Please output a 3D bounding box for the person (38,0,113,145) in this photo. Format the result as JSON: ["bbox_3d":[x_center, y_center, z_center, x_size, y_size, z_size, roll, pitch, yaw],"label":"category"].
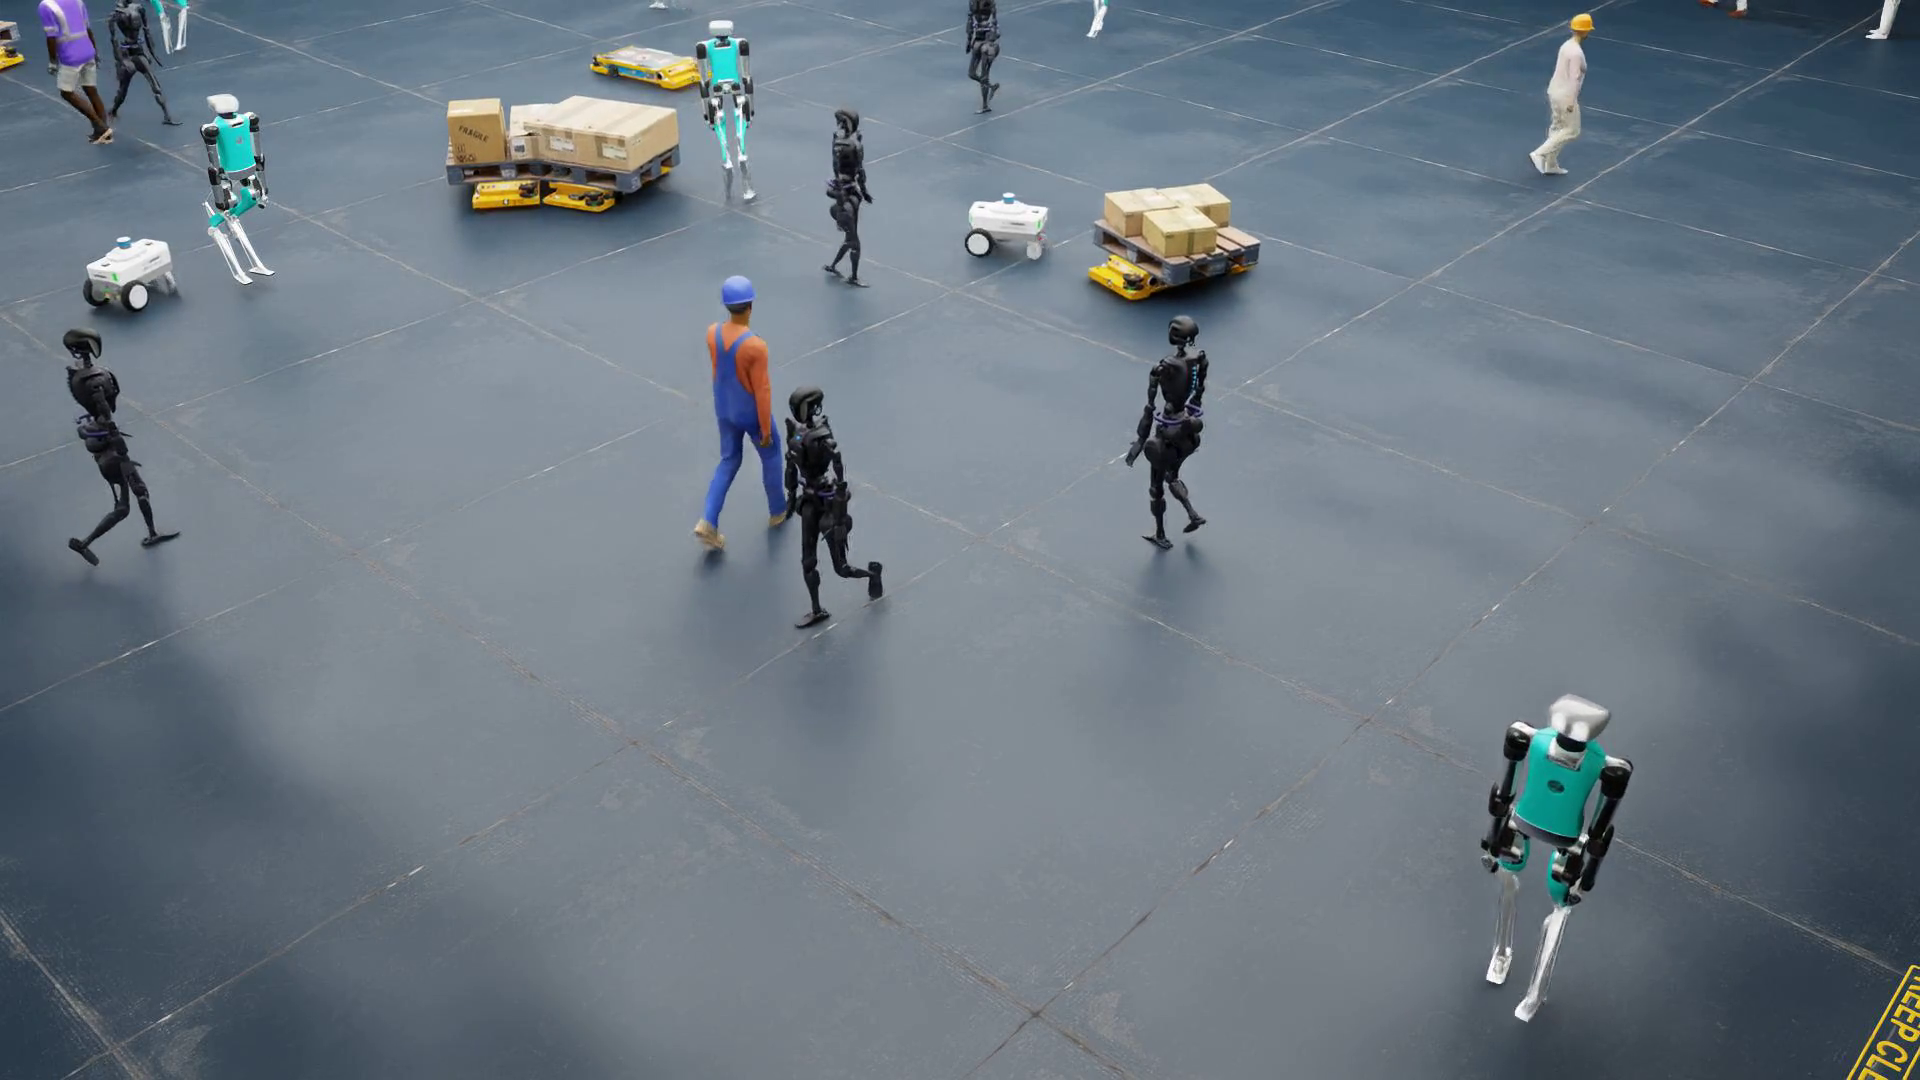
[{"bbox_3d":[-9.596,-5.236,18.008,0.462,1.933,0.632,6,32,10],"label":"person"}]

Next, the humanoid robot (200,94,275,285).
[{"bbox_3d":[-6.452,-3.113,14.652,0.735,1.673,0.533,19,37,28],"label":"humanoid robot"}]

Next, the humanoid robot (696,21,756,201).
[{"bbox_3d":[-2.278,-4.139,16.503,0.535,1.849,0.774,-6,32,-10],"label":"humanoid robot"}]

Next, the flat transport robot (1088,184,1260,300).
[{"bbox_3d":[1.943,-2.530,15.229,1.431,0.231,0.659,-18,36,-27],"label":"flat transport robot"}]

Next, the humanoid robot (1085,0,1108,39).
[{"bbox_3d":[1.816,-7.417,21.709,0.549,1.700,1.031,11,33,17],"label":"humanoid robot"}]

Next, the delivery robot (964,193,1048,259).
[{"bbox_3d":[0.439,-2.975,15.653,0.747,0.572,0.499,7,33,11],"label":"delivery robot"}]

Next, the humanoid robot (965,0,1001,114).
[{"bbox_3d":[0.324,-5.743,19.076,0.468,1.646,0.584,-19,37,-28],"label":"humanoid robot"}]

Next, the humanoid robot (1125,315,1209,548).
[{"bbox_3d":[1.397,-0.689,10.932,0.603,1.649,0.401,-23,39,-32],"label":"humanoid robot"}]

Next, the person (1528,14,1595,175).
[{"bbox_3d":[6.224,-4.566,17.150,0.426,1.682,0.484,0,32,0],"label":"person"}]

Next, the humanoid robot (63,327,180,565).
[{"bbox_3d":[-5.630,-0.619,10.841,0.671,1.633,0.585,-21,38,-30],"label":"humanoid robot"}]

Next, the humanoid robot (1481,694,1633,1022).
[{"bbox_3d":[2.695,1.351,7.576,0.543,1.767,0.698,19,36,27],"label":"humanoid robot"}]

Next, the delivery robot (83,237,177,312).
[{"bbox_3d":[-7.340,-2.356,14.694,0.504,0.611,0.783,10,33,16],"label":"delivery robot"}]

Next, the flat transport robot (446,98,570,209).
[{"bbox_3d":[-4.642,-3.784,17.247,0.659,0.231,1.431,-6,32,-10],"label":"flat transport robot"}]

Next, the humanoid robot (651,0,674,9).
[{"bbox_3d":[-4.172,-8.125,22.960,0.718,1.905,0.548,8,33,13],"label":"humanoid robot"}]

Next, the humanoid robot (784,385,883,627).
[{"bbox_3d":[-0.789,-0.253,10.244,0.643,1.629,0.602,-26,40,-35],"label":"humanoid robot"}]

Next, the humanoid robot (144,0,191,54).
[{"bbox_3d":[-10.107,-7.004,21.126,0.542,1.877,0.731,1,32,1],"label":"humanoid robot"}]

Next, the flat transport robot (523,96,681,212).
[{"bbox_3d":[-3.623,-3.725,17.153,0.659,0.231,1.431,12,34,18],"label":"flat transport robot"}]

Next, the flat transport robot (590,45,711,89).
[{"bbox_3d":[-3.845,-5.859,20.589,1.431,0.231,0.659,20,37,29],"label":"flat transport robot"}]

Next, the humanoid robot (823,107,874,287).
[{"bbox_3d":[-1.019,-3.055,14.781,0.563,1.657,0.603,16,35,23],"label":"humanoid robot"}]

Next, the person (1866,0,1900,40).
[{"bbox_3d":[12.267,-7.398,21.766,0.305,1.640,0.519,21,37,30],"label":"person"}]

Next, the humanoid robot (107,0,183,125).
[{"bbox_3d":[-9.344,-5.465,18.707,0.901,1.607,0.596,11,33,17],"label":"humanoid robot"}]

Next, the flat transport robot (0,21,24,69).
[{"bbox_3d":[-12.643,-6.104,20.983,1.431,0.231,0.659,10,33,15],"label":"flat transport robot"}]

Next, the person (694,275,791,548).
[{"bbox_3d":[-1.462,-0.828,10.977,0.506,1.871,0.849,15,35,22],"label":"person"}]

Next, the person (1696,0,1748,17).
[{"bbox_3d":[10.692,-8.158,22.862,0.499,1.790,0.931,-16,35,-24],"label":"person"}]
